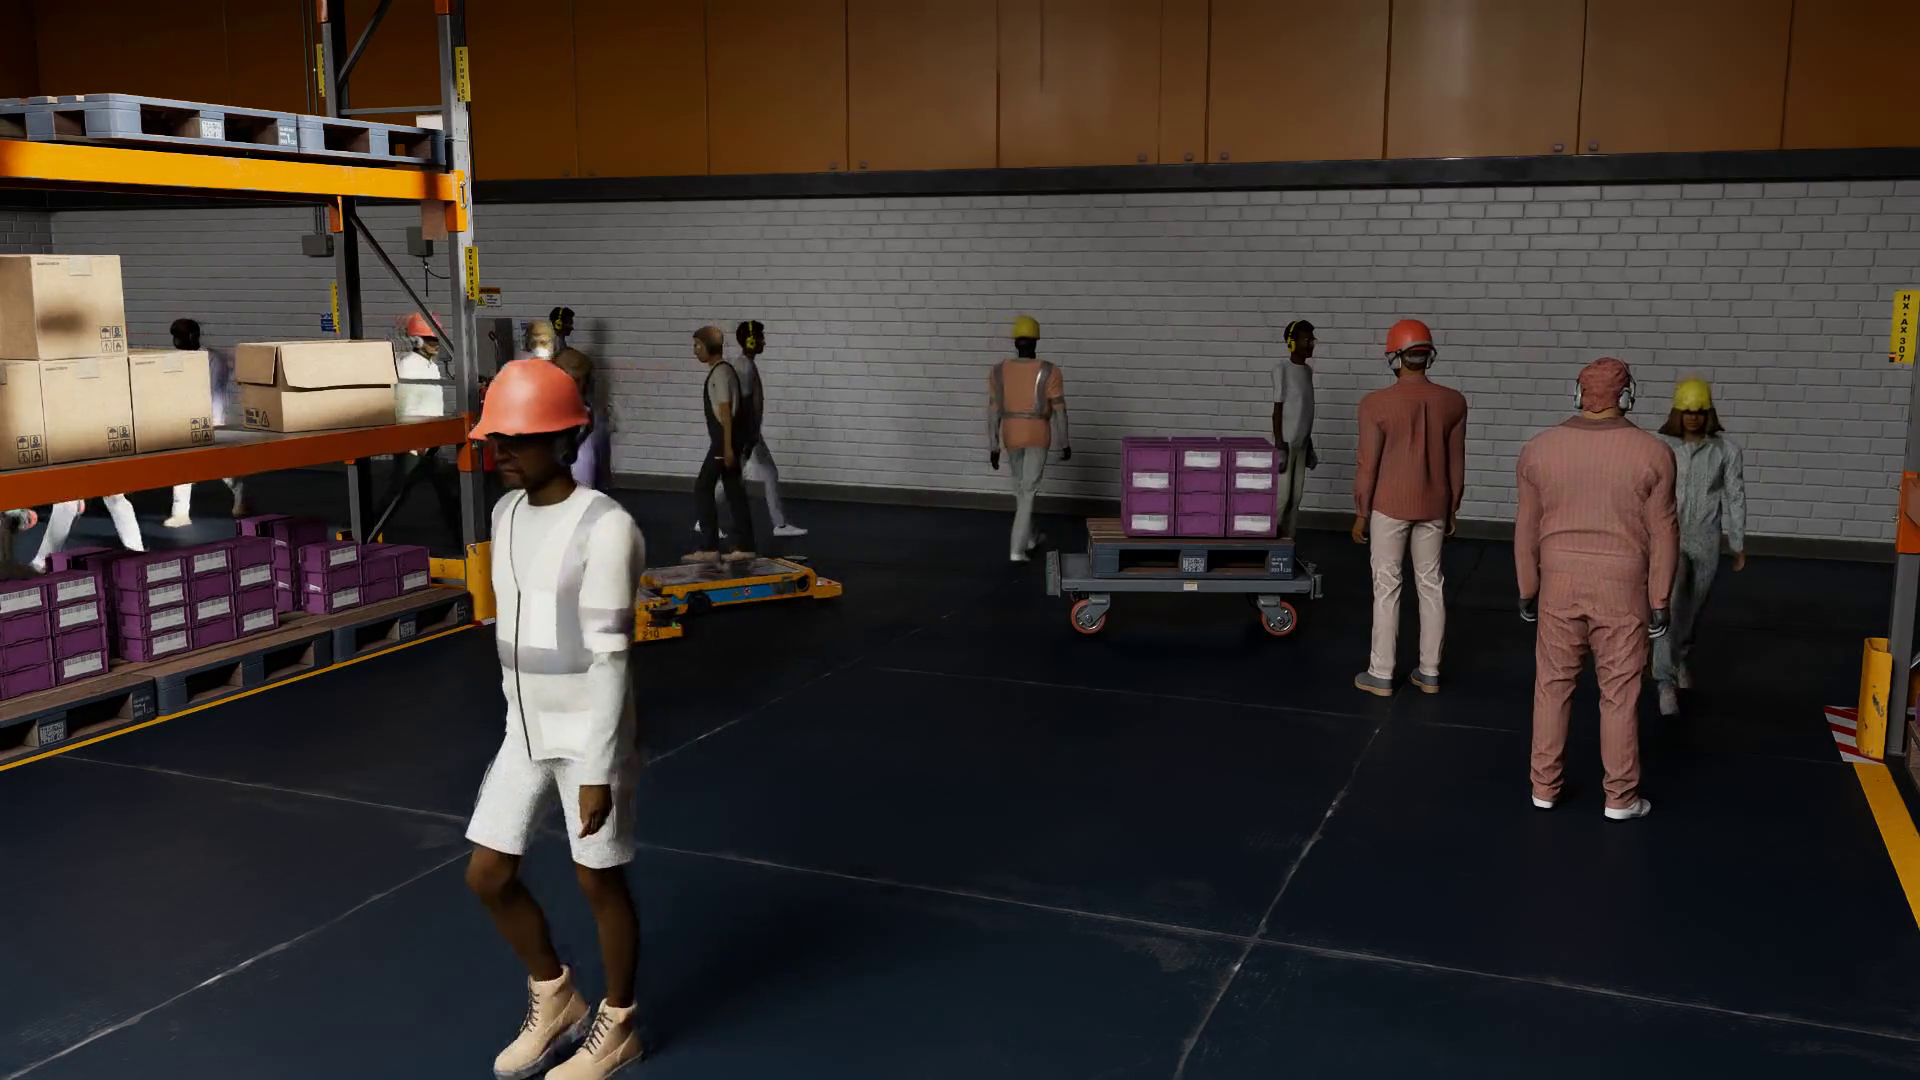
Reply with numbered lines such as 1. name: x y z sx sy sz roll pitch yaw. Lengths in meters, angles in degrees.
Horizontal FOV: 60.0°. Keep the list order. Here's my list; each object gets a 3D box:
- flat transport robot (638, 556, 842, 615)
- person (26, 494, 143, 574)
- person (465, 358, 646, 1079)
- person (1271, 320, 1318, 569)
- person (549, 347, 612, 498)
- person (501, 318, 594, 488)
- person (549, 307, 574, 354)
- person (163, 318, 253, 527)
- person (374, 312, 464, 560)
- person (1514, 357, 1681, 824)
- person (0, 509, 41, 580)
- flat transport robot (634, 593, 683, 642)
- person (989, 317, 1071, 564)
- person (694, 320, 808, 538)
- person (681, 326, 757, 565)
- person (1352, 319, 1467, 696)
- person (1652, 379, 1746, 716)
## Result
1. flat transport robot: -1.577 0.298 11.186 1.431 0.197 0.652 -6 11 -31
2. person: -6.265 -0.586 11.822 0.581 1.825 1.002 4 10 24
3. person: -1.083 0.530 4.469 0.605 2.024 0.533 7 12 36
4. person: 2.481 -0.687 12.319 0.326 1.874 0.518 8 12 40
5. person: -1.772 0.072 7.664 0.427 1.895 0.733 -1 9 -7
6. person: -2.814 -0.554 11.389 0.642 1.932 0.416 -1 9 -8
7. person: -3.927 -1.367 16.469 0.329 1.864 0.508 -1 9 -9
8. person: -6.699 -1.048 14.671 0.621 1.820 0.841 3 10 15
9. person: -4.091 -0.735 12.456 1.068 1.941 0.623 2 10 11
10. person: 2.607 0.205 6.827 0.638 1.902 0.407 6 11 34
11. person: -5.862 -0.189 10.094 0.524 1.616 0.603 4 10 21
12. flat transport robot: -2.317 0.424 10.425 0.652 0.197 1.431 -6 11 -31
13. person: 0.528 -0.778 12.862 0.587 1.876 0.995 4 10 25
14. person: -1.785 -0.911 13.833 0.953 1.832 0.535 -4 10 -21
15. person: -1.877 -0.709 12.610 0.699 1.814 0.545 0 9 -2
16. person: 2.361 -0.165 8.788 0.610 1.993 0.380 -2 10 -11
17. person: 3.782 0.006 8.656 0.501 1.696 0.912 2 10 12
